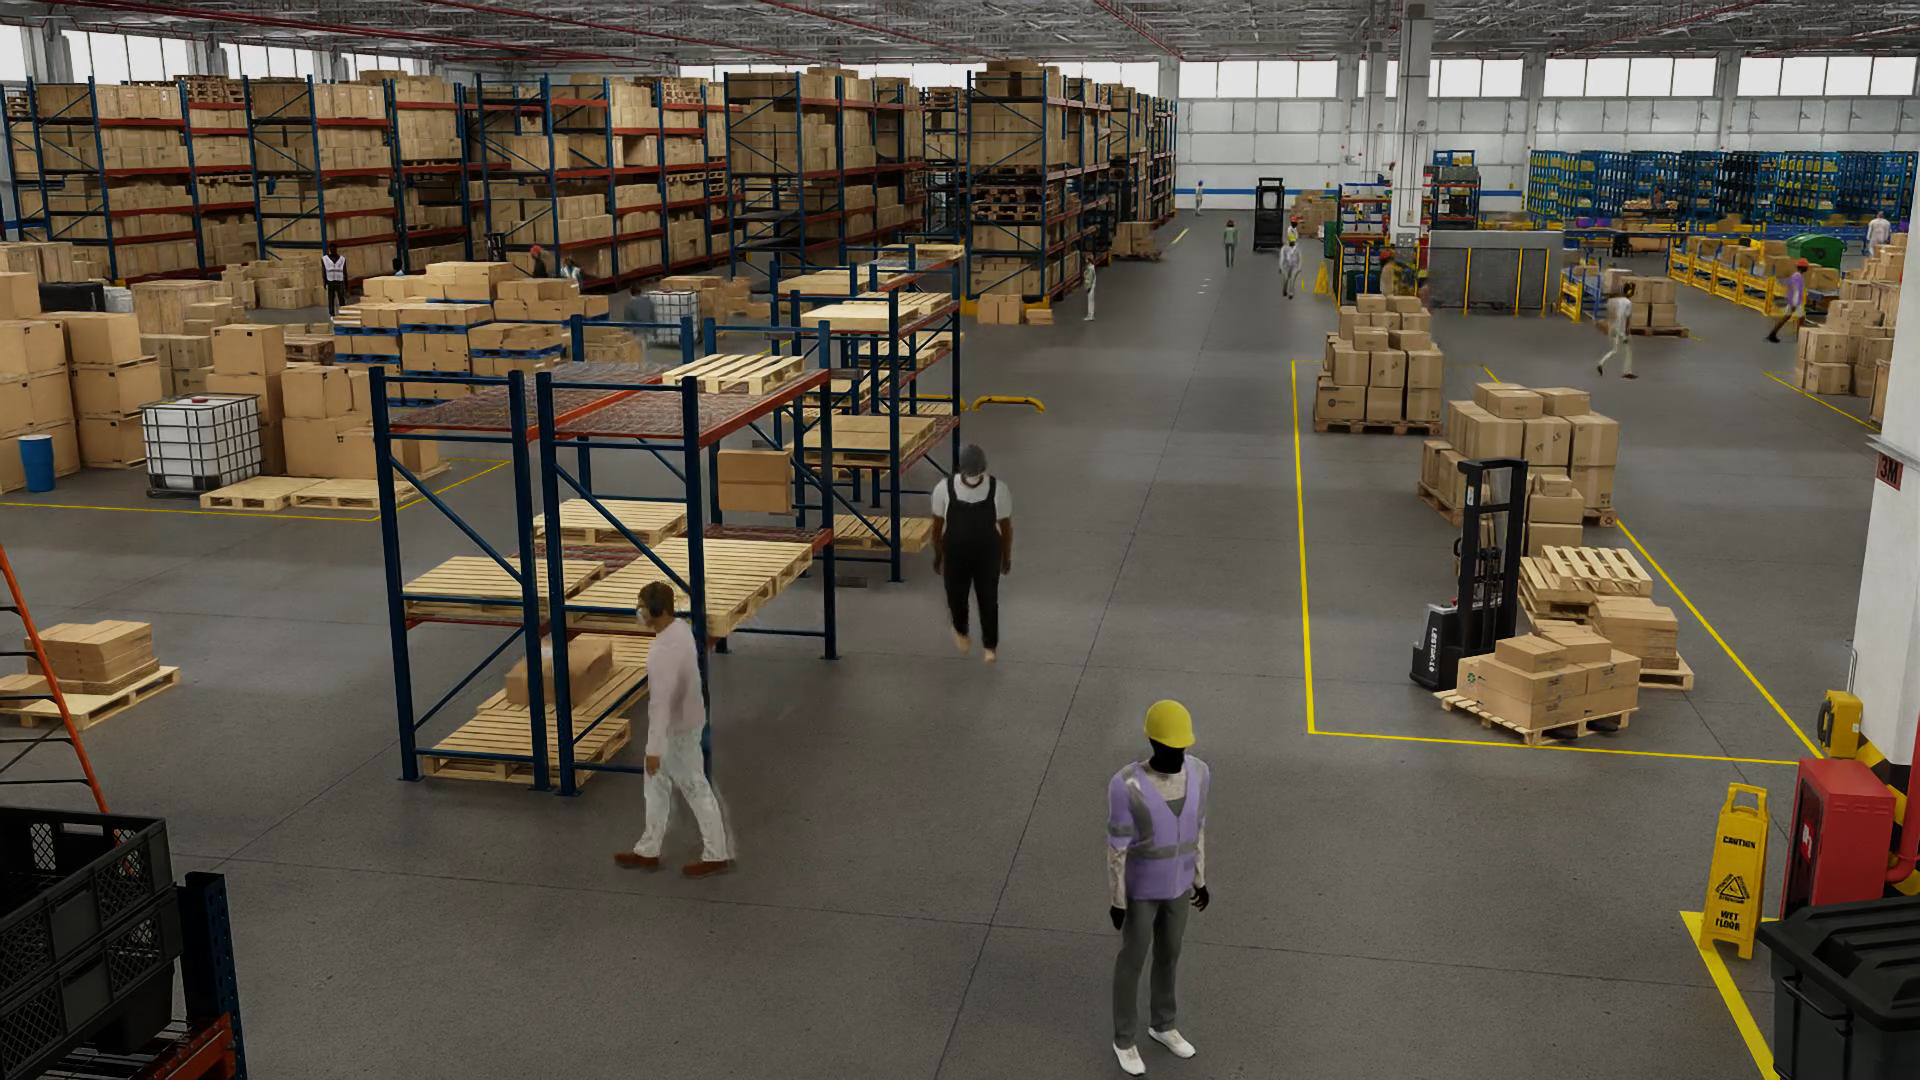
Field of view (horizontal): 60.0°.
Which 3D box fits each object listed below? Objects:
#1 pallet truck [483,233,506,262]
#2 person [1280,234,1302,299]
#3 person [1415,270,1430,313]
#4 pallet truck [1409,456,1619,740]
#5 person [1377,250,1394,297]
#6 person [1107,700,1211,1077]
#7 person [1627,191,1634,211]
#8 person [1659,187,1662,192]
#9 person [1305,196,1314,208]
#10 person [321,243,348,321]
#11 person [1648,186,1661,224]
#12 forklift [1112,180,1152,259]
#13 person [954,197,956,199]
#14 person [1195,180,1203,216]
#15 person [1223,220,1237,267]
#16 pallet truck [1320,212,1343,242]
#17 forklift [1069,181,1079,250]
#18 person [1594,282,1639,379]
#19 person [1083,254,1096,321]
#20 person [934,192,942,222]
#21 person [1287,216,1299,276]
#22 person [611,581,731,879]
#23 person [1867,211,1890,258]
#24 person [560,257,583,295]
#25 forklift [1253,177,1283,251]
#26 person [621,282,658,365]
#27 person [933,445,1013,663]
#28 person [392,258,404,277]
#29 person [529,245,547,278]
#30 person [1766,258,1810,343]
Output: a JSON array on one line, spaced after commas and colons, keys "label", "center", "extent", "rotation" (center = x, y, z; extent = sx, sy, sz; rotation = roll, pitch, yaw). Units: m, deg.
[{"label": "pallet truck", "center": [-11.832, -7.026, 43.548], "extent": [1.885, 1.965, 0.823], "rotation": [8, 16, 28]}, {"label": "person", "center": [9.213, -7.610, 46.278], "extent": [0.616, 1.815, 0.422], "rotation": [1, 14, 3]}, {"label": "person", "center": [9.704, -4.806, 35.033], "extent": [0.371, 1.751, 0.551], "rotation": [4, 15, 17]}, {"label": "pallet truck", "center": [4.504, 0.400, 13.395], "extent": [0.823, 1.965, 1.885], "rotation": [-6, 15, -23]}, {"label": "person", "center": [9.776, -5.743, 38.503], "extent": [0.657, 1.908, 0.562], "rotation": [5, 15, 21]}, {"label": "person", "center": [1.000, 1.702, 8.257], "extent": [0.590, 1.926, 0.388], "rotation": [-8, 16, -28]}, {"label": "person", "center": [32.811, -16.249, 81.350], "extent": [0.588, 1.819, 0.607], "rotation": [4, 15, 17]}, {"label": "person", "center": [35.842, -17.202, 85.287], "extent": [0.577, 1.791, 0.985], "rotation": [1, 14, 4]}, {"label": "person", "center": [15.564, -14.524, 74.530], "extent": [0.656, 1.730, 0.517], "rotation": [5, 15, 19]}, {"label": "person", "center": [-15.435, -6.378, 41.103], "extent": [0.587, 1.911, 0.398], "rotation": [-7, 16, -28]}, {"label": "person", "center": [33.298, -15.953, 79.797], "extent": [0.612, 1.995, 0.376], "rotation": [-1, 14, -5]}, {"label": "forklift", "center": [6.082, -11.722, 60.796], "extent": [1.873, 2.768, 1.129], "rotation": [2, 14, 9]}, {"label": "person", "center": [0.022, -18.399, 90.098], "extent": [0.660, 1.806, 0.898], "rotation": [-1, 14, -3]}, {"label": "person", "center": [13.102, -18.684, 90.998], "extent": [0.416, 1.940, 0.612], "rotation": [-4, 14, -17]}, {"label": "person", "center": [9.293, -10.216, 57.267], "extent": [0.496, 1.610, 0.498], "rotation": [2, 14, 7]}, {"label": "pallet truck", "center": [15.874, -13.227, 70.310], "extent": [0.680, 1.201, 1.601], "rotation": [10, 17, 35]}, {"label": "forklift", "center": [4.249, -11.683, 60.638], "extent": [1.873, 2.768, 1.129], "rotation": [3, 14, 10]}, {"label": "person", "center": [12.451, -3.948, 31.374], "extent": [0.817, 1.843, 0.526], "rotation": [-2, 14, -9]}, {"label": "person", "center": [3.206, -6.237, 41.076], "extent": [0.310, 1.642, 0.514], "rotation": [1, 14, 3]}, {"label": "person", "center": [-1.115, -17.176, 85.096], "extent": [0.404, 1.829, 0.600], "rotation": [3, 14, 11]}, {"label": "person", "center": [10.682, -9.417, 53.379], "extent": [0.373, 1.934, 0.551], "rotation": [8, 16, 29]}, {"label": "person", "center": [-1.857, 1.199, 10.342], "extent": [0.875, 1.893, 0.766], "rotation": [-1, 14, -4]}, {"label": "person", "center": [31.933, -10.507, 57.889], "extent": [0.654, 1.891, 0.460], "rotation": [4, 15, 18]}, {"label": "person", "center": [-9.415, -6.045, 40.326], "extent": [0.531, 1.623, 0.334], "rotation": [-2, 14, -8]}, {"label": "forklift", "center": [12.083, -12.747, 64.956], "extent": [1.129, 2.768, 1.873], "rotation": [3, 14, 10]}, {"label": "person", "center": [-5.962, -3.814, 30.756], "extent": [1.066, 1.876, 0.663], "rotation": [11, 17, 37]}, {"label": "person", "center": [0.115, 0.099, 14.528], "extent": [0.714, 2.000, 0.541], "rotation": [0, 14, -1]}, {"label": "person", "center": [-13.103, -5.736, 38.928], "extent": [0.317, 1.695, 0.540], "rotation": [-5, 15, -18]}, {"label": "person", "center": [-9.941, -5.910, 39.043], "extent": [0.519, 1.980, 0.644], "rotation": [-5, 15, -19]}, {"label": "person", "center": [18.337, -5.260, 36.598], "extent": [0.971, 1.899, 0.557], "rotation": [3, 14, 12]}]
